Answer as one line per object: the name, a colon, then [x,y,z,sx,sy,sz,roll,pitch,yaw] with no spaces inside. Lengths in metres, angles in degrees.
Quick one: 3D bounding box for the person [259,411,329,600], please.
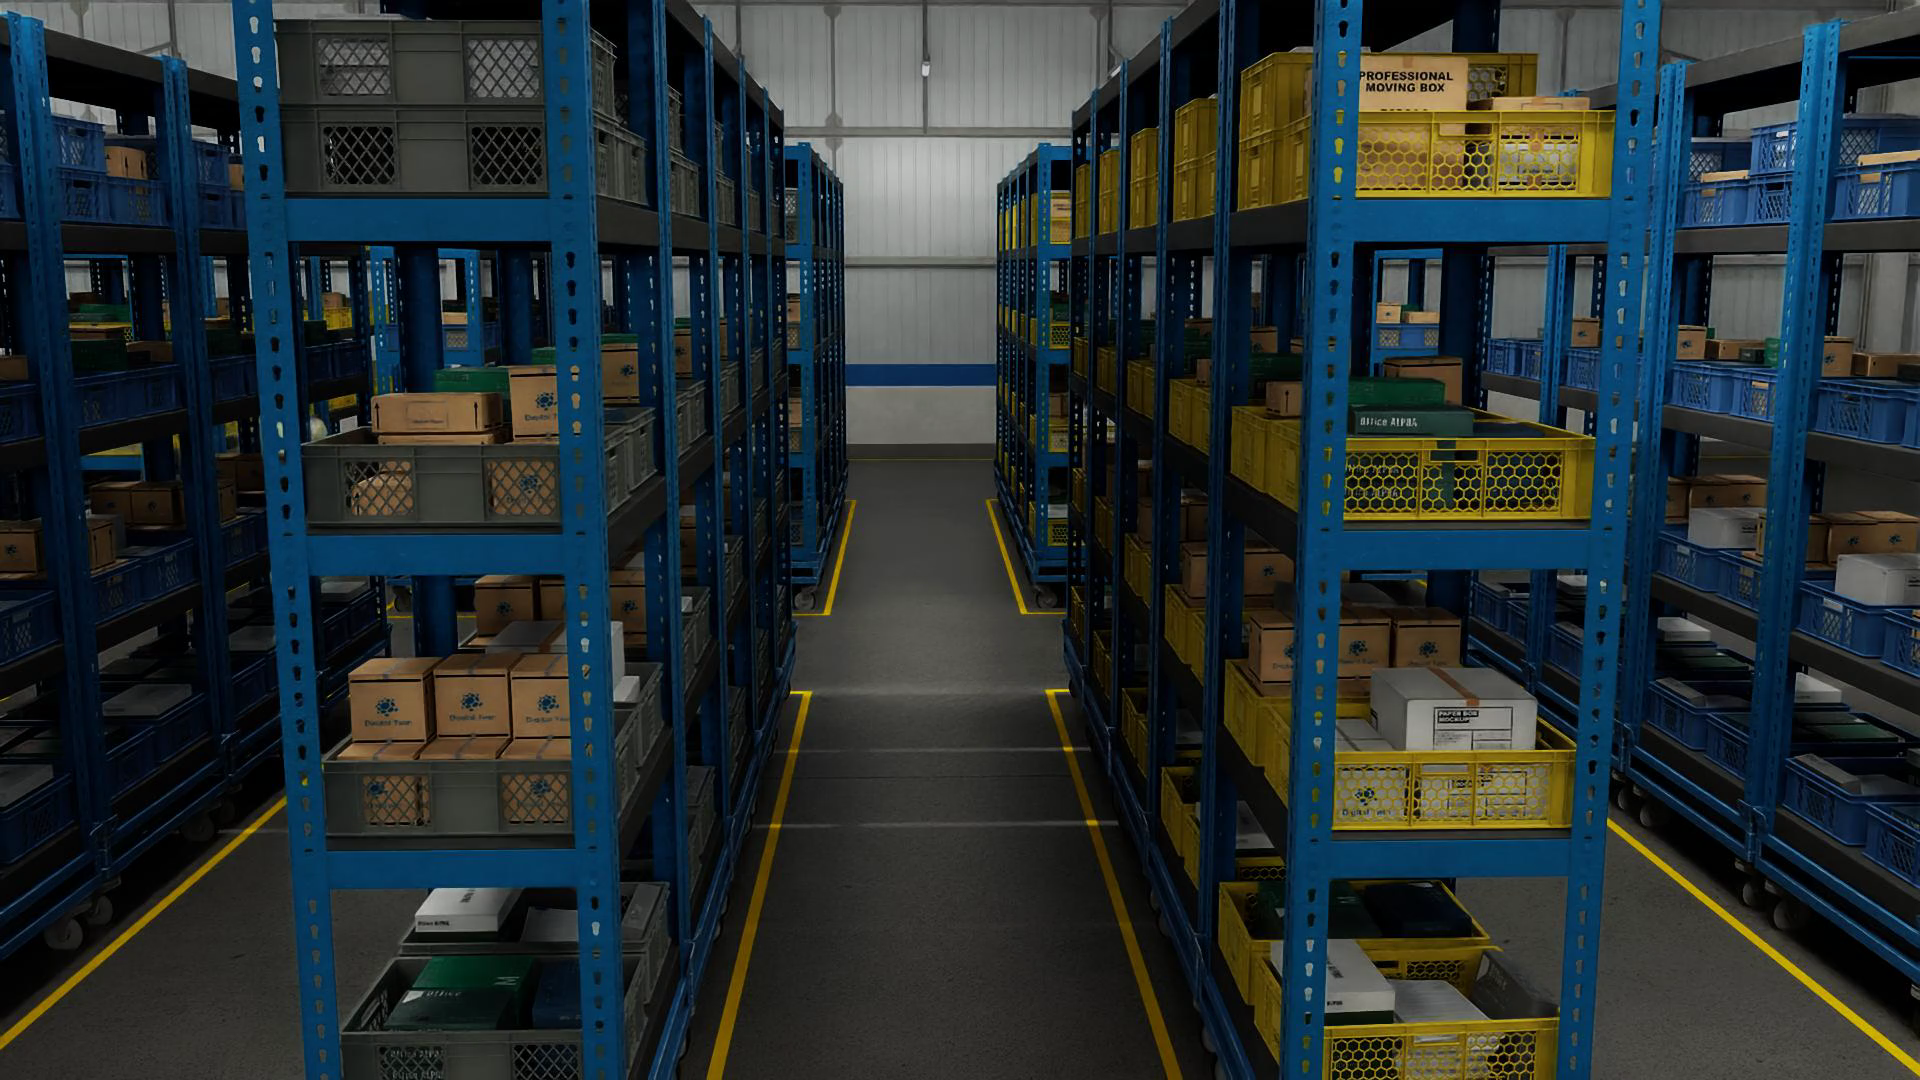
person: [-5.287,-0.409,13.315,0.599,1.830,0.404,1,9,3]
